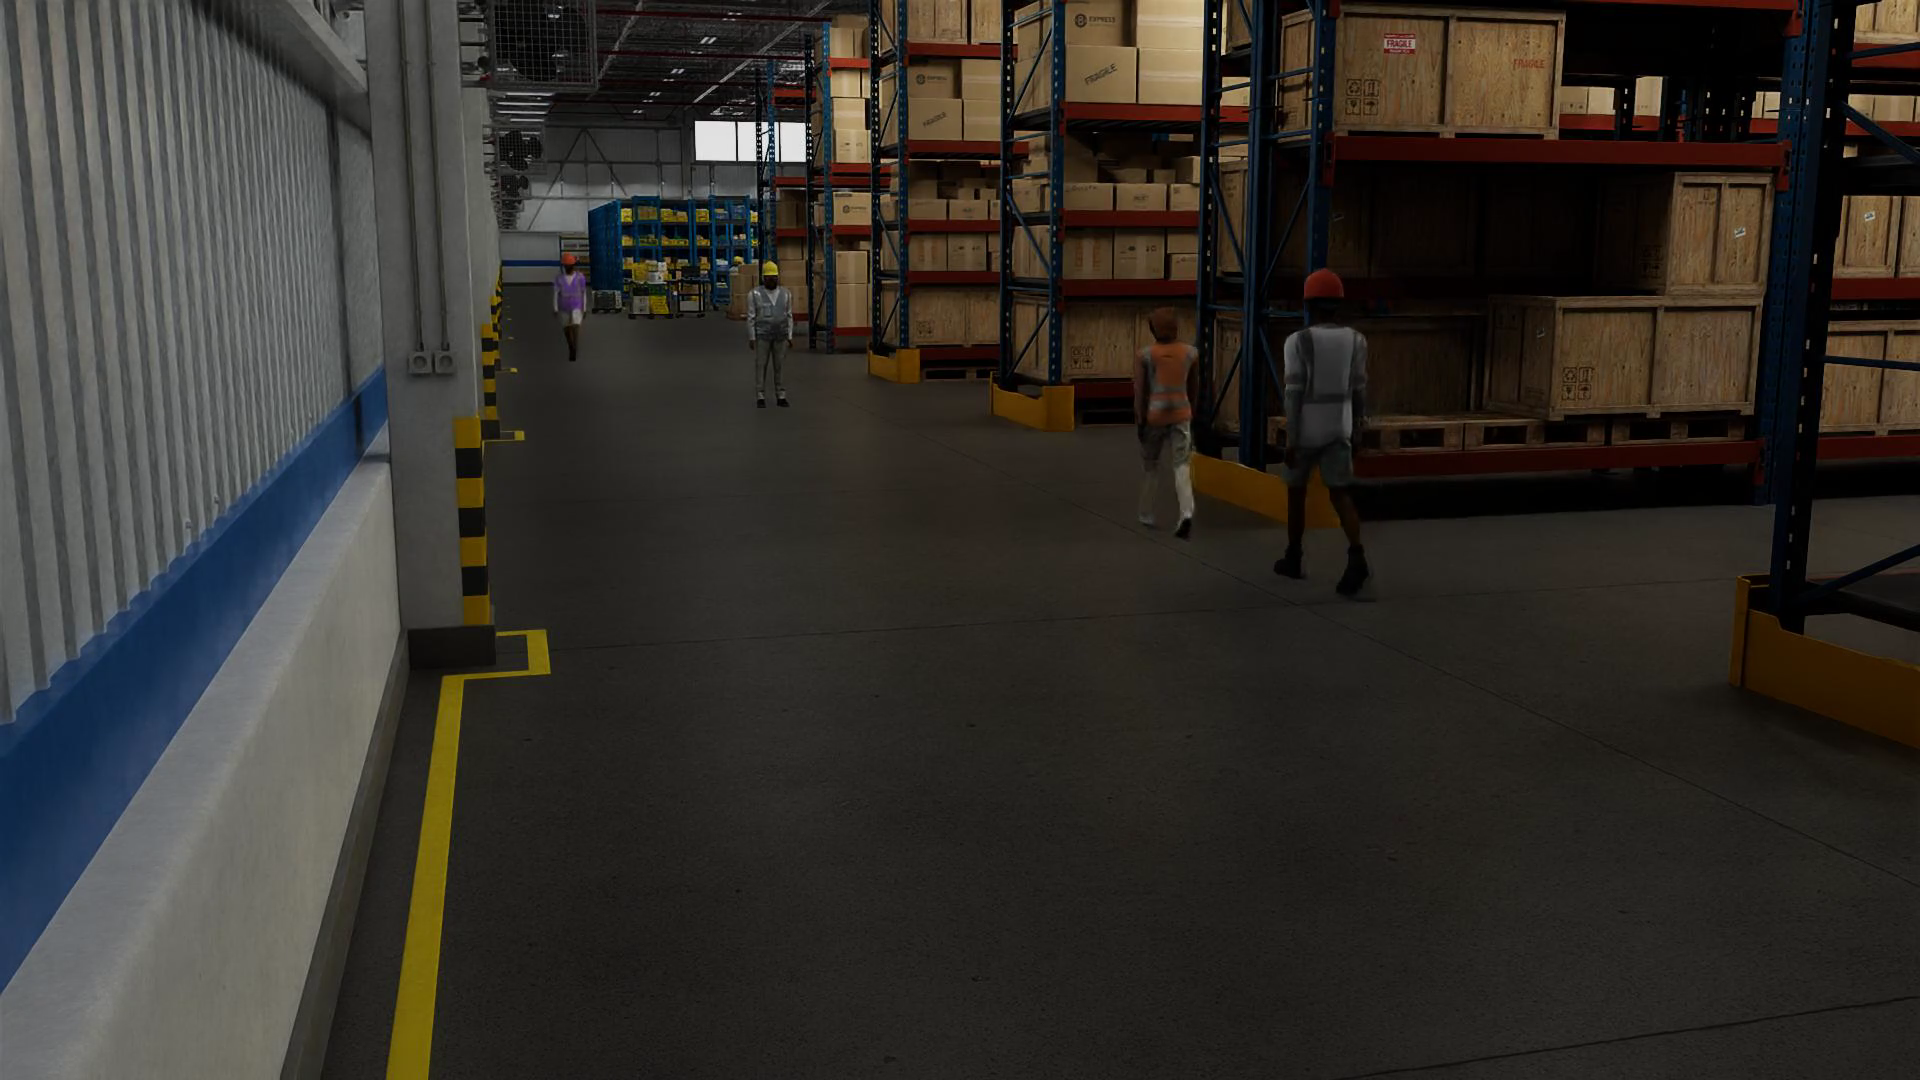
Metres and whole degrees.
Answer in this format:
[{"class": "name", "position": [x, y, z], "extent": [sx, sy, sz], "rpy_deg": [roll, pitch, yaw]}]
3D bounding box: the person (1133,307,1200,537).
[{"class": "person", "position": [1.471, -0.841, 11.753], "extent": [0.508, 1.604, 0.814], "rpy_deg": [-1, 10, -7]}]

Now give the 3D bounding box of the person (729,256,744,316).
[{"class": "person", "position": [-6.442, -7.332, 48.141], "extent": [0.485, 1.734, 0.348], "rpy_deg": [4, 11, 24]}]

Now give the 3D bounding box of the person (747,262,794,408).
[{"class": "person", "position": [-2.376, -2.578, 20.936], "extent": [0.601, 1.830, 0.404], "rpy_deg": [-4, 11, -23]}]

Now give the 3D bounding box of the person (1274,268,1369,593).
[{"class": "person", "position": [2.171, -0.649, 9.837], "extent": [0.557, 1.904, 0.943], "rpy_deg": [-3, 10, -14]}]

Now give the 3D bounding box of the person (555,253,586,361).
[{"class": "person", "position": [-6.911, -4.145, 29.584], "extent": [0.554, 1.915, 0.846], "rpy_deg": [-1, 10, -5]}]
